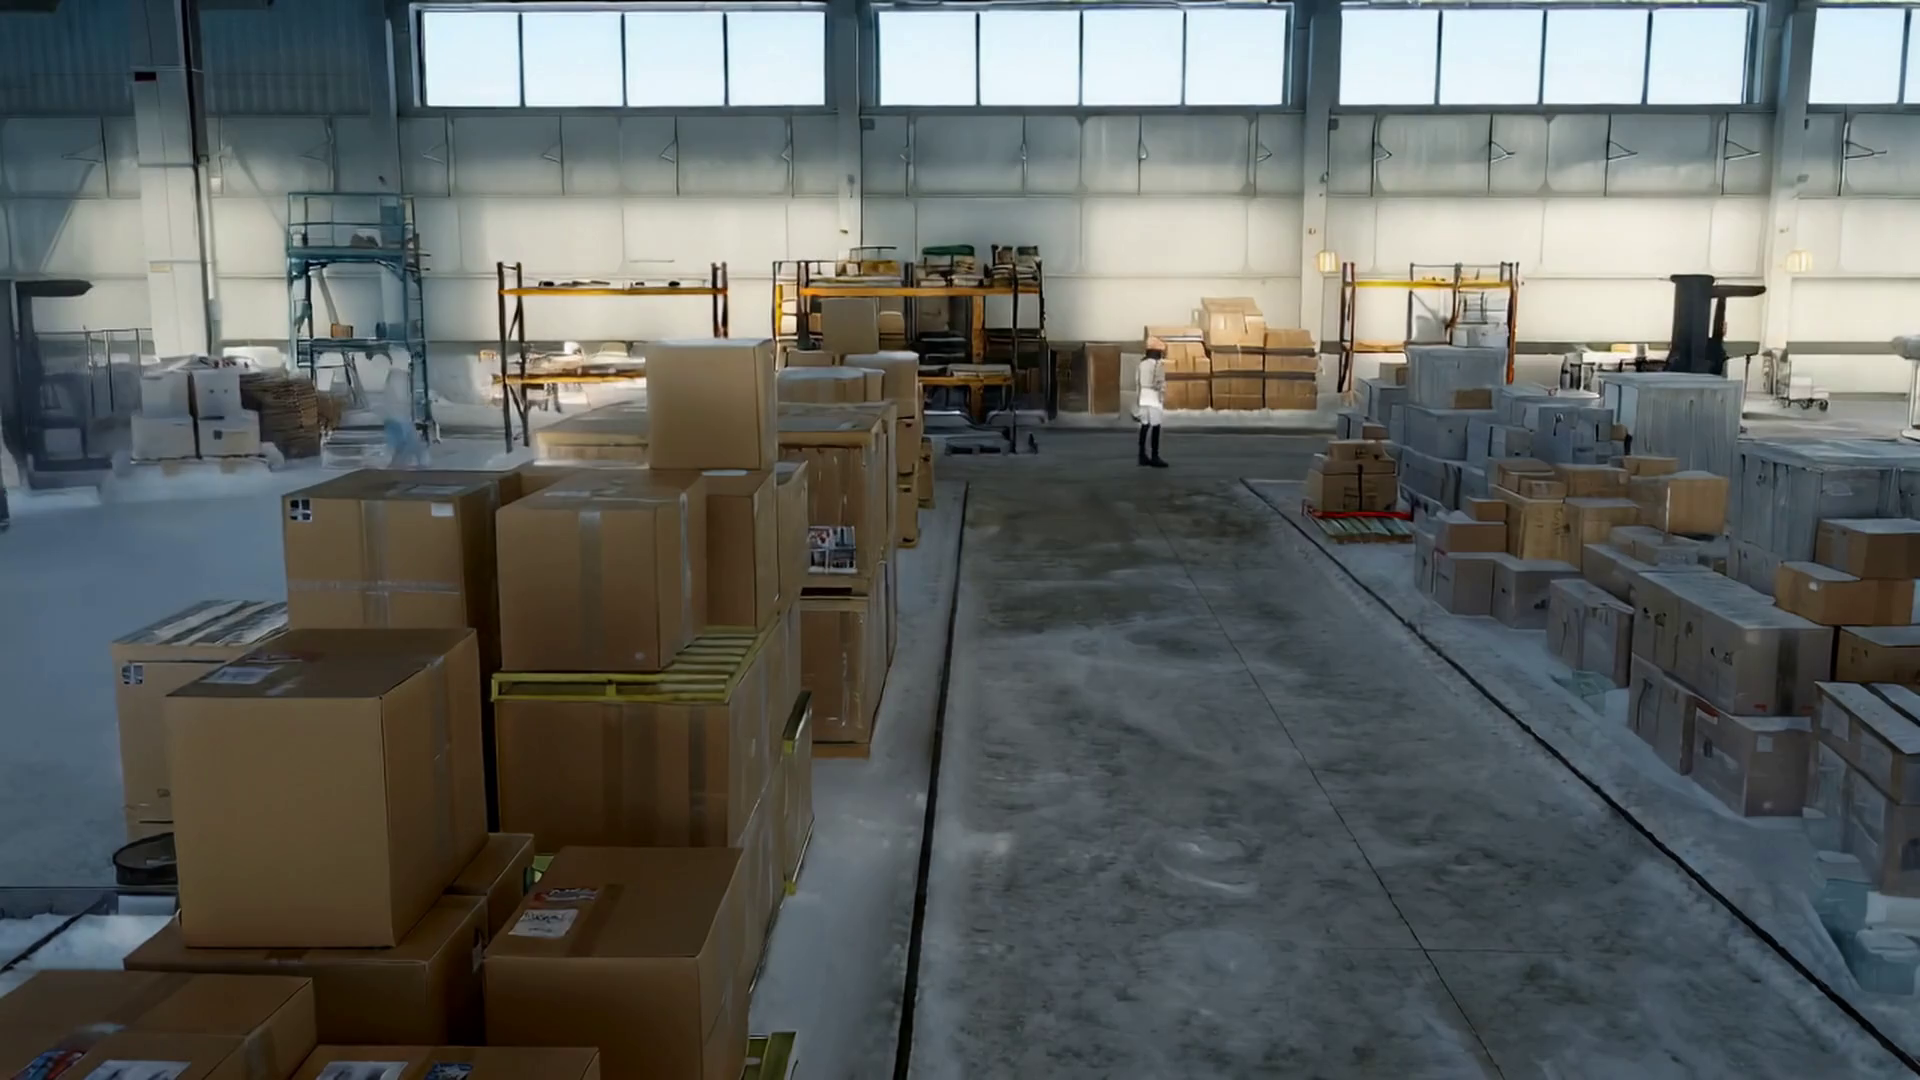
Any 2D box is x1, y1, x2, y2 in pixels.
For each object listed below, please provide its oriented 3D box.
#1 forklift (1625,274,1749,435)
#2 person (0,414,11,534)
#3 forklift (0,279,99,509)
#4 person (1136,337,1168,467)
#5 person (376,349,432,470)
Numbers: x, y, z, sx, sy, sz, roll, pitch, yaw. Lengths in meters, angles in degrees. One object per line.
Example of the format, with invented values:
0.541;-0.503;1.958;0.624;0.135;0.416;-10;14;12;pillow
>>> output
12.794;-3.275;29.253;1.873;2.768;1.129;0;9;1;forklift
-10.865;-0.993;18.590;0.343;1.881;0.580;-4;10;-21;person
-11.693;-1.782;20.308;1.873;2.768;1.129;-5;11;-26;forklift
2.874;-2.051;24.737;0.377;1.936;0.549;-7;12;-37;person
-7.364;-1.593;22.138;1.040;1.882;0.653;-2;10;-13;person
